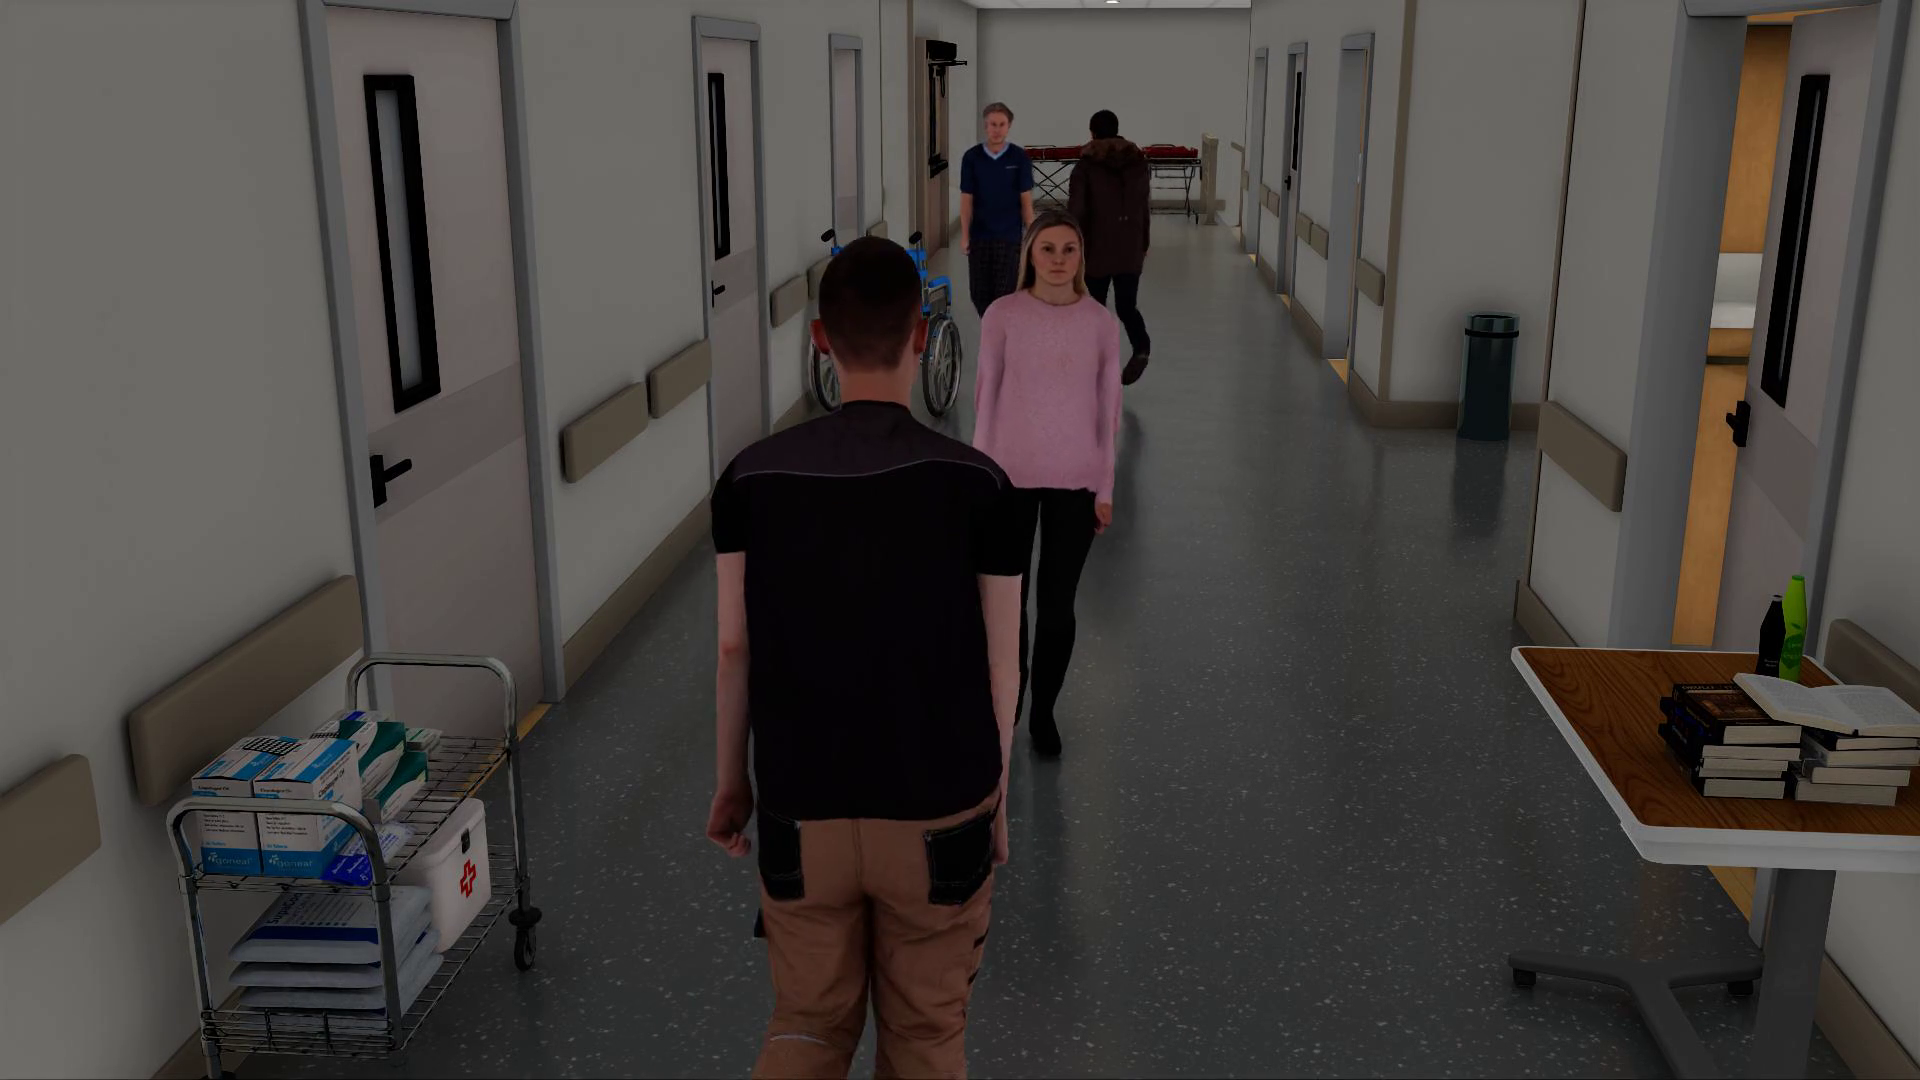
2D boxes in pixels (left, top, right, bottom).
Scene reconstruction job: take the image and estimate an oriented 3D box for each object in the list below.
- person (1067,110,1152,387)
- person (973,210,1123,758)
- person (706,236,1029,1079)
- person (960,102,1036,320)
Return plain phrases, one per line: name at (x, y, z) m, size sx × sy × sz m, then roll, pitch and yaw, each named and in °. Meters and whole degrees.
person at (1.041, -1.880, 10.982) m, size 1.009 × 1.797 × 1.235 m, roll -5°, pitch 17°, yaw -18°
person at (0.246, -0.180, 5.170) m, size 0.636 × 1.679 × 0.651 m, roll 0°, pitch 16°, yaw -1°
person at (-0.157, 0.471, 2.626) m, size 0.745 × 1.806 × 0.945 m, roll 3°, pitch 16°, yaw 12°
person at (0.256, -2.137, 11.796) m, size 0.713 × 1.850 × 0.891 m, roll 2°, pitch 16°, yaw 7°
